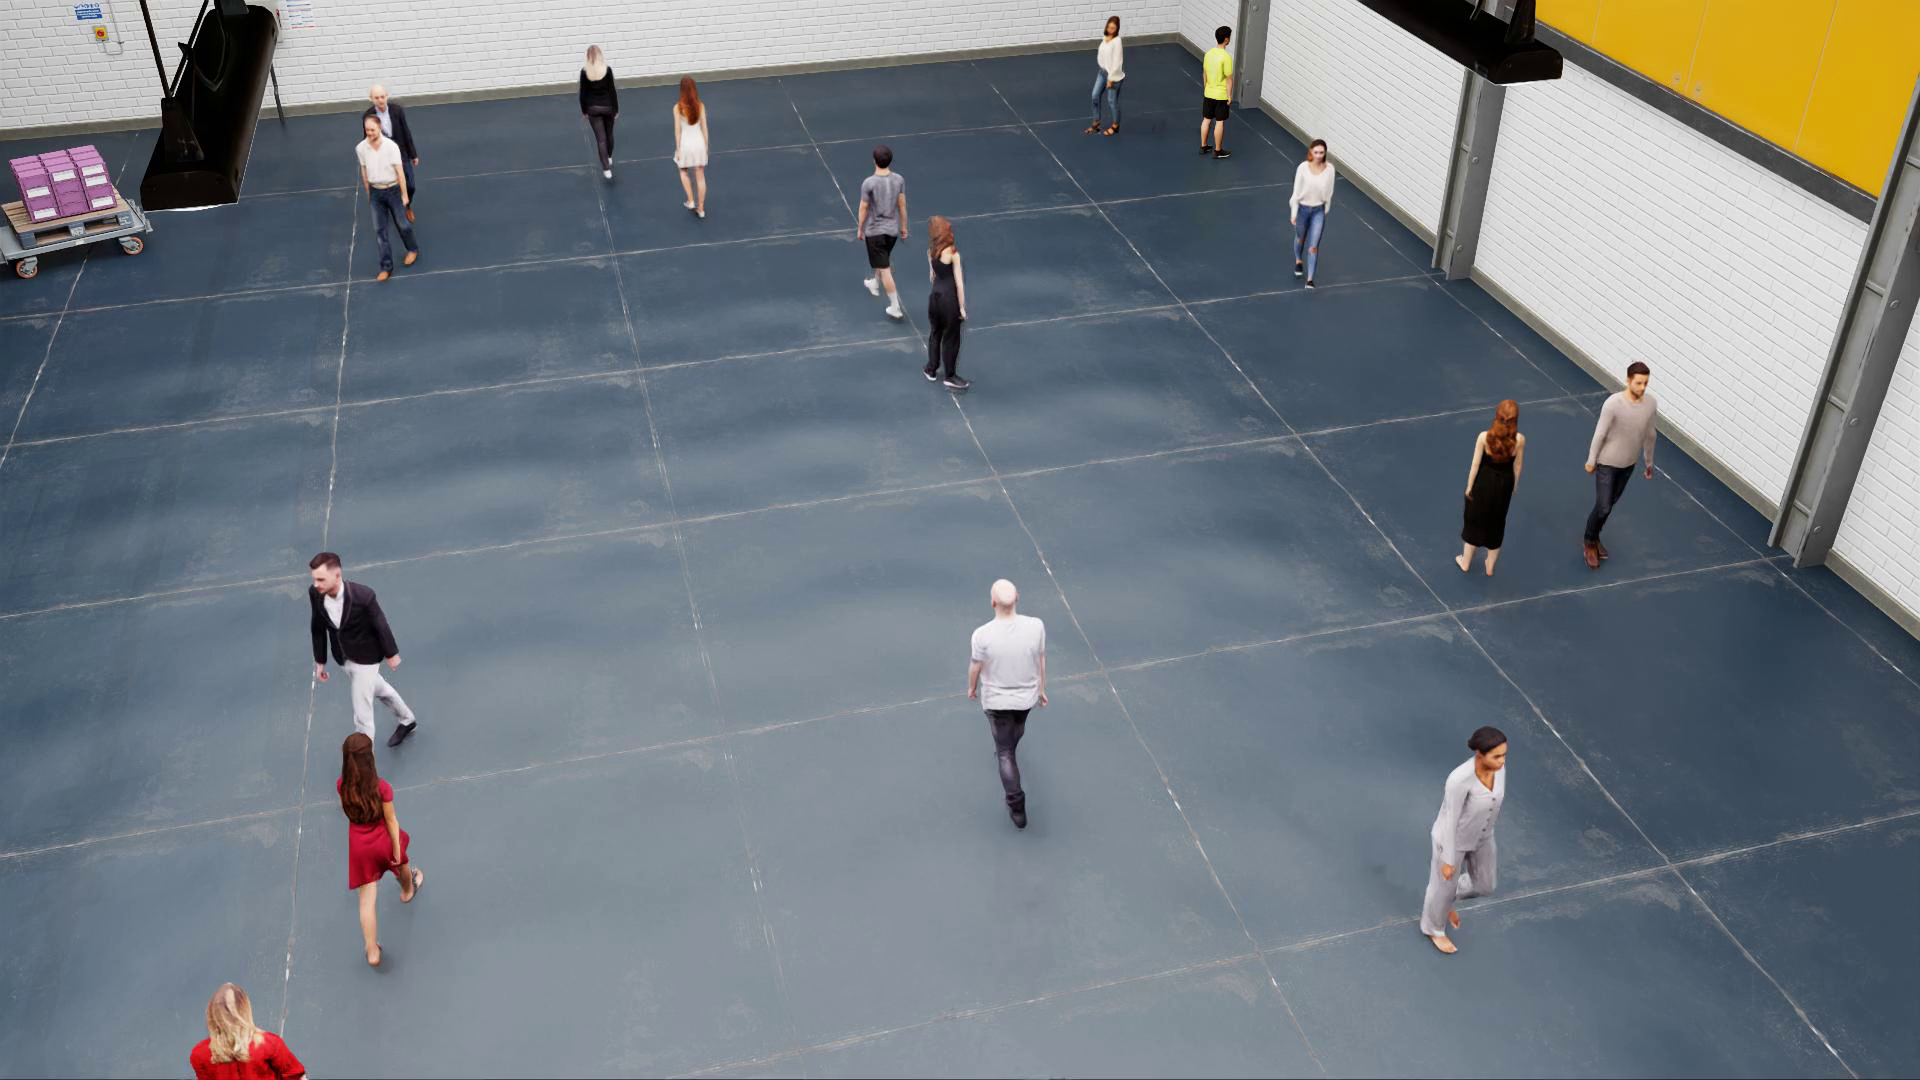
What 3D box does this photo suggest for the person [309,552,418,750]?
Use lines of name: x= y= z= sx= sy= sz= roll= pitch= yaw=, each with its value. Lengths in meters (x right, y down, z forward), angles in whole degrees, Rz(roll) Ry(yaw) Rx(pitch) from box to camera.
person: x=-4.165 y=0.782 z=11.712 sx=1.097 sy=1.795 sz=1.250 roll=11 pitch=35 yaw=16

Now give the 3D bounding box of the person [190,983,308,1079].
person: x=-3.591 y=3.005 z=8.487 sx=0.754 sy=1.662 sz=1.114 roll=-4 pitch=34 yaw=-6

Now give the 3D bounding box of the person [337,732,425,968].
person: x=-3.635 y=1.922 z=10.251 sx=0.751 sy=1.513 sz=1.136 roll=0 pitch=34 yaw=0

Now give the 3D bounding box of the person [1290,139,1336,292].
person: x=3.878 y=-3.665 z=18.537 sx=0.893 sy=1.646 sz=1.175 roll=4 pitch=34 yaw=6

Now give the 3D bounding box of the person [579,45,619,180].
person: x=-4.566 y=-5.397 z=21.147 sx=0.625 sy=1.640 sz=1.123 roll=-7 pitch=34 yaw=-11

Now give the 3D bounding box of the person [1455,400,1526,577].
person: x=4.376 y=-0.418 z=13.668 sx=0.652 sy=1.627 sz=0.662 roll=2 pitch=34 yaw=4

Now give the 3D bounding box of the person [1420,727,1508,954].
person: x=3.040 y=1.788 z=10.262 sx=0.708 sy=1.724 sz=0.734 roll=-16 pitch=37 yaw=-23

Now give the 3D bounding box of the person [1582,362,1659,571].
person: x=5.433 y=-0.694 z=13.880 sx=0.656 sy=1.853 sz=0.654 roll=-10 pitch=35 yaw=-14

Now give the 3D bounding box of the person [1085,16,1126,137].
person: x=2.115 y=-6.256 z=22.428 sx=0.743 sy=1.653 sz=0.686 roll=-11 pitch=35 yaw=-16

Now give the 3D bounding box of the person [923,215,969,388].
person: x=-0.132 y=-2.330 z=16.464 sx=0.863 sy=1.717 sz=0.718 roll=-21 pitch=39 yaw=-28

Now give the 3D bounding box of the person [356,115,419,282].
person: x=-6.419 y=-3.933 z=18.778 sx=0.948 sy=1.825 sz=1.165 roll=4 pitch=34 yaw=6

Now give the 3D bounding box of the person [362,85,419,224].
person: x=-6.757 y=-4.565 z=19.760 sx=0.824 sy=1.790 sz=0.836 roll=-17 pitch=37 yaw=-24

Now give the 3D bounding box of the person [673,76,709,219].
person: x=-3.213 y=-4.704 z=20.052 sx=0.605 sy=1.699 sz=0.648 roll=-12 pitch=35 yaw=-17

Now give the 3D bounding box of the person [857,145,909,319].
person: x=-0.790 y=-3.250 z=17.749 sx=0.873 sy=1.827 sz=1.229 roll=-17 pitch=37 yaw=-24

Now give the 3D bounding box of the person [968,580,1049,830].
person: x=0.350 y=1.138 z=11.186 sx=0.700 sy=1.784 sz=1.203 roll=-9 pitch=35 yaw=-13

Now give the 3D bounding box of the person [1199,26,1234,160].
person: x=3.374 y=-5.877 z=21.808 sx=0.757 sy=1.709 sz=0.627 roll=-26 pitch=42 yaw=-34
